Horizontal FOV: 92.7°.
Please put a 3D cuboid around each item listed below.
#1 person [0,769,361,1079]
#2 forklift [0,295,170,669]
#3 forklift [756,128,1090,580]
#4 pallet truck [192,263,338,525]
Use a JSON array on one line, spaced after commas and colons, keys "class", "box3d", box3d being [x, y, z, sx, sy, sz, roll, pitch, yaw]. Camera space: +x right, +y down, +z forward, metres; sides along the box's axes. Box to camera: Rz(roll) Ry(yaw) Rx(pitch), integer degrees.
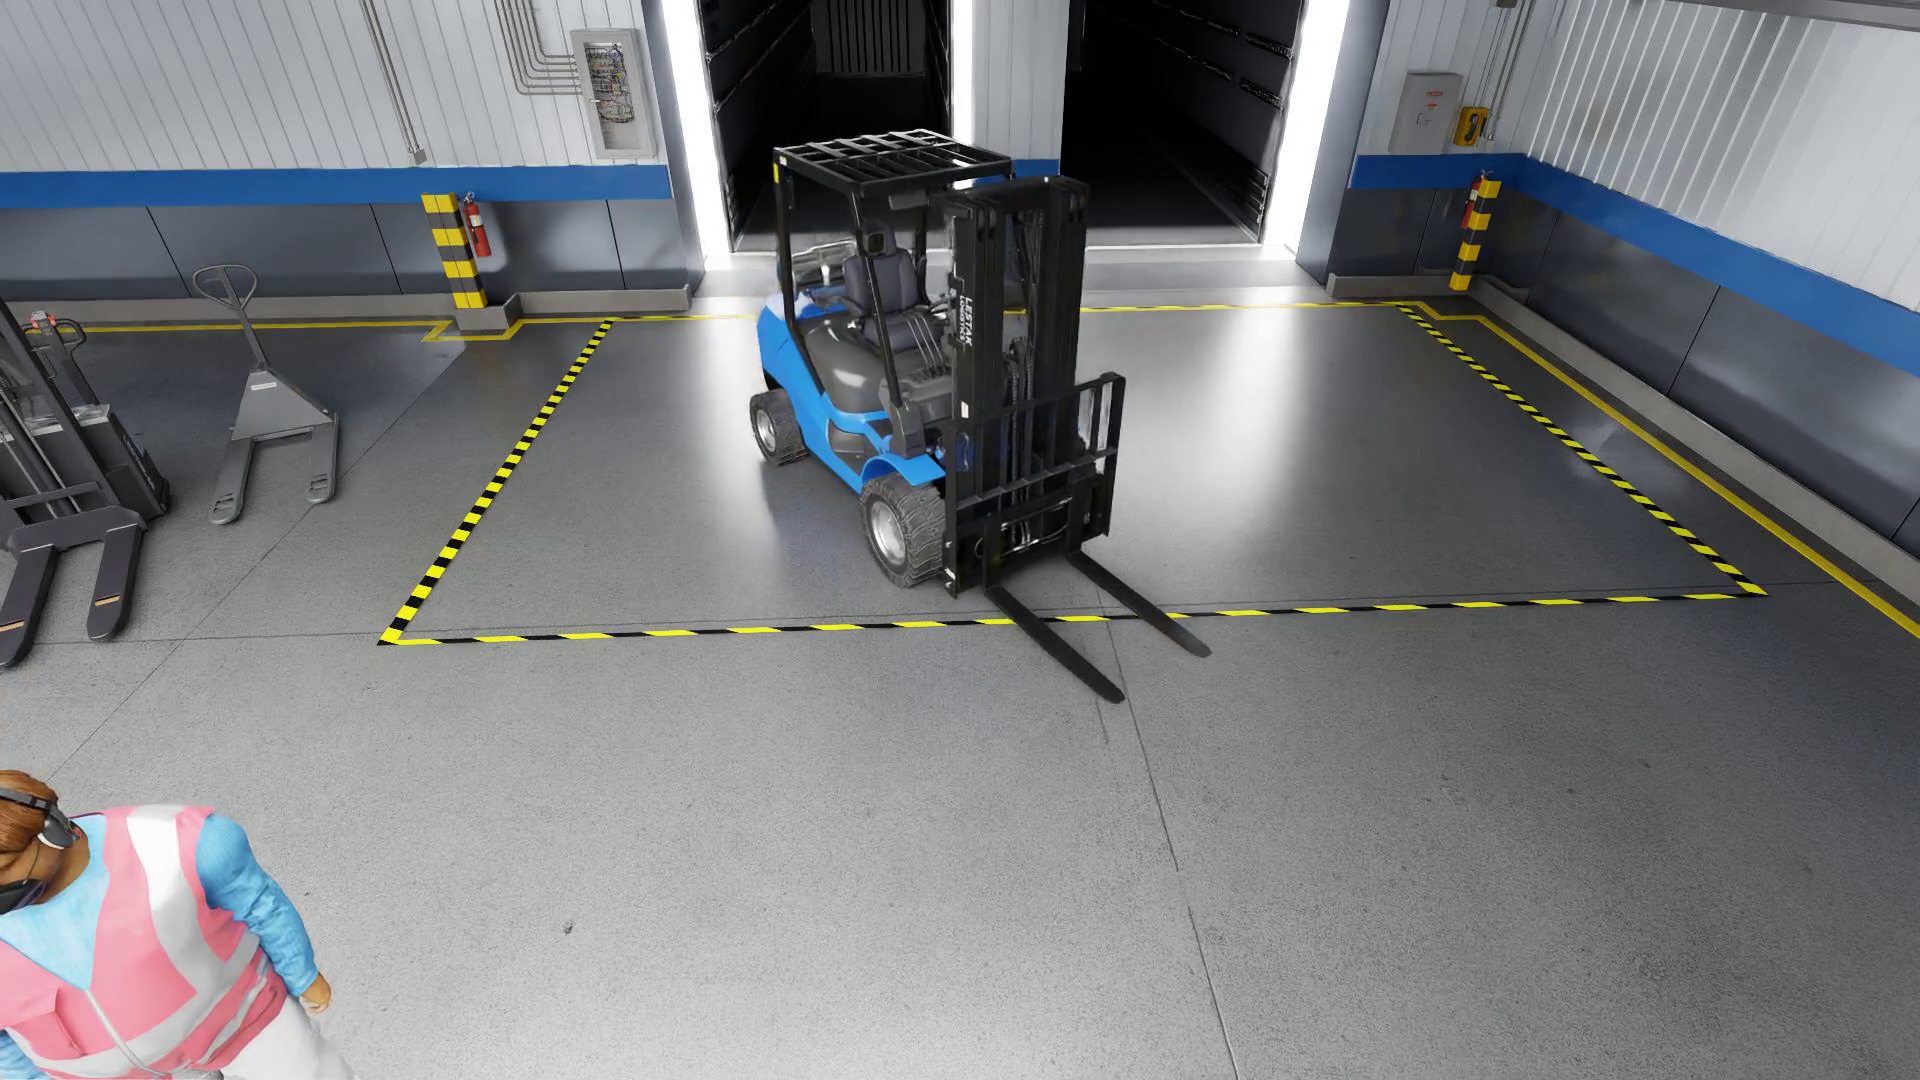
[{"class": "person", "box3d": [-1.982, 1.247, 2.336, 0.633, 1.837, 0.429, -20, 39, -26]}, {"class": "forklift", "box3d": [-5.212, -0.618, 4.878, 0.823, 1.965, 1.885, -20, 39, -26]}, {"class": "forklift", "box3d": [-0.317, -1.298, 5.543, 1.157, 2.036, 2.680, -21, 40, -27]}, {"class": "pallet truck", "box3d": [-4.778, -1.027, 6.128, 0.680, 1.201, 1.601, -17, 38, -23]}]
